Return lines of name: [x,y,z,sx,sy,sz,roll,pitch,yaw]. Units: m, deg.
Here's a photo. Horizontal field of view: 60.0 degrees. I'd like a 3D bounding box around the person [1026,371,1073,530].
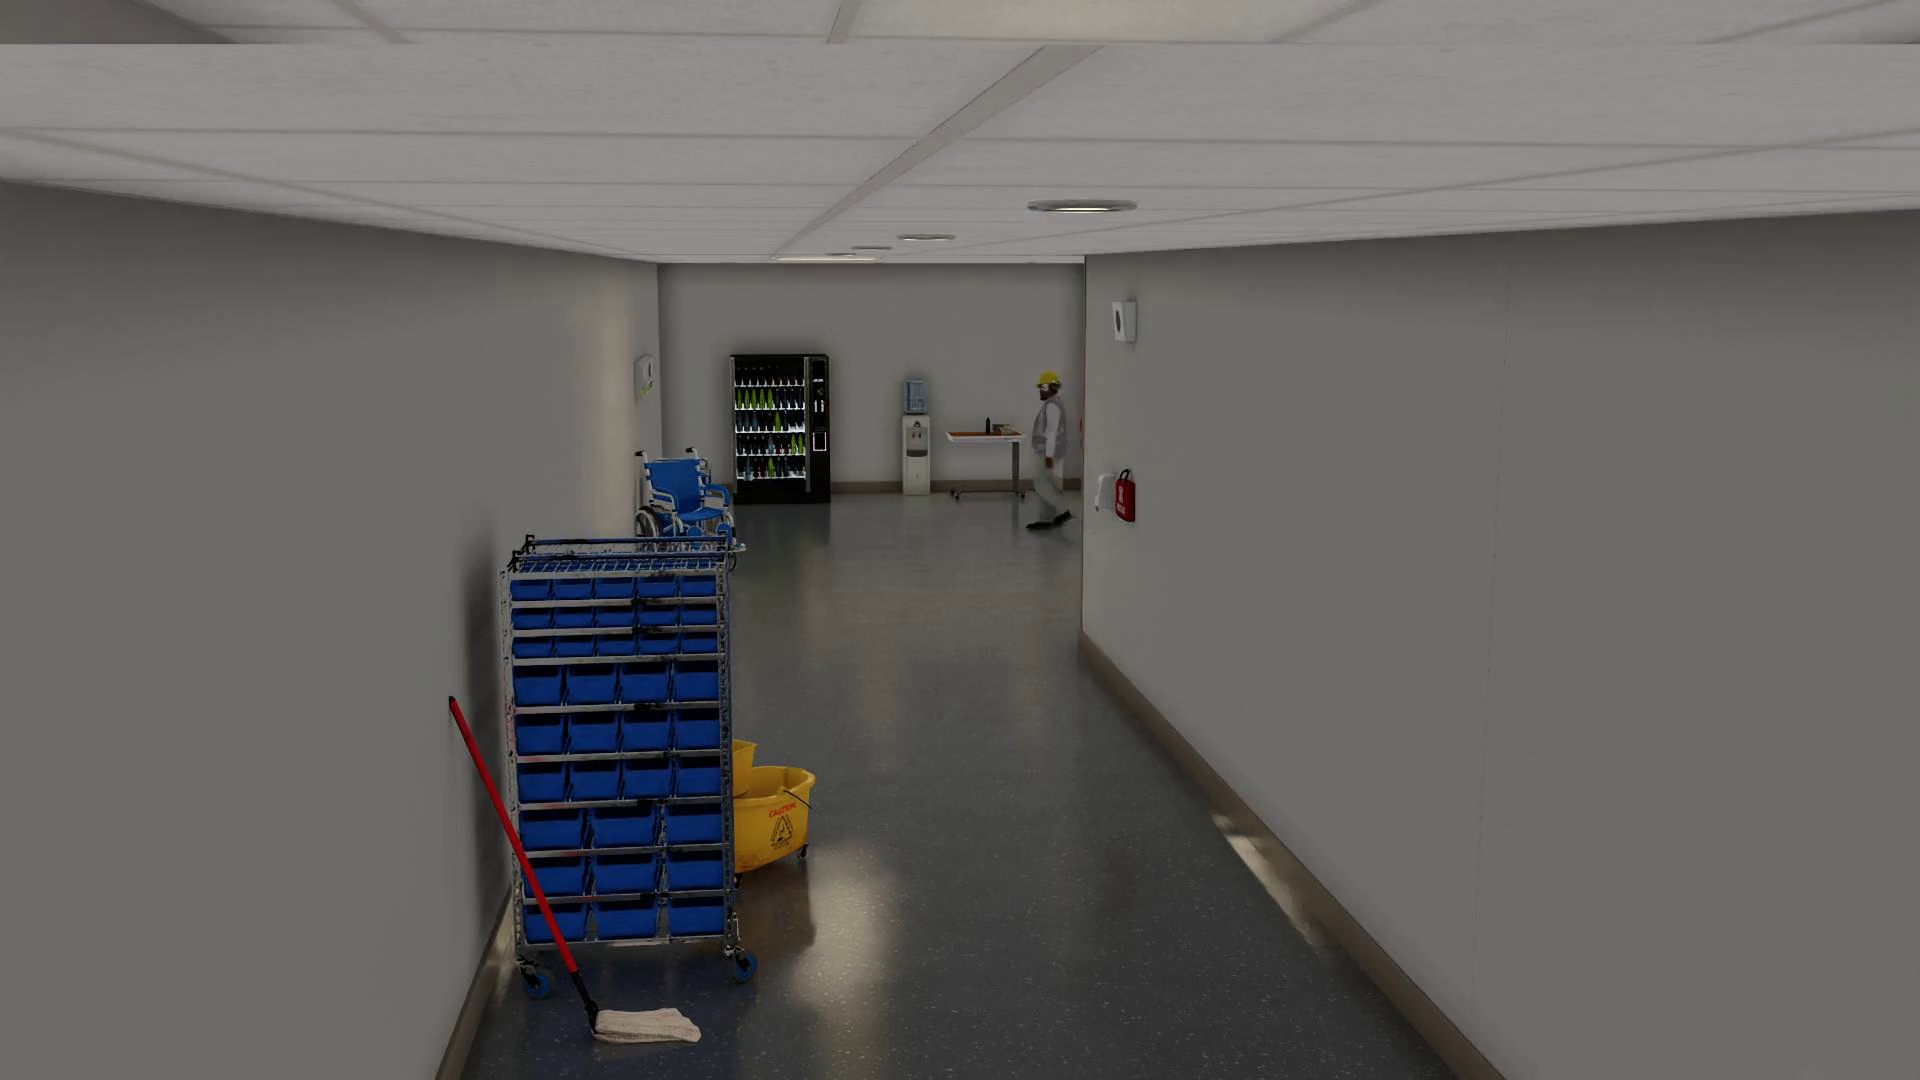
person: [0.997,-0.988,18.643,0.418,1.801,0.645,0,9,1]
